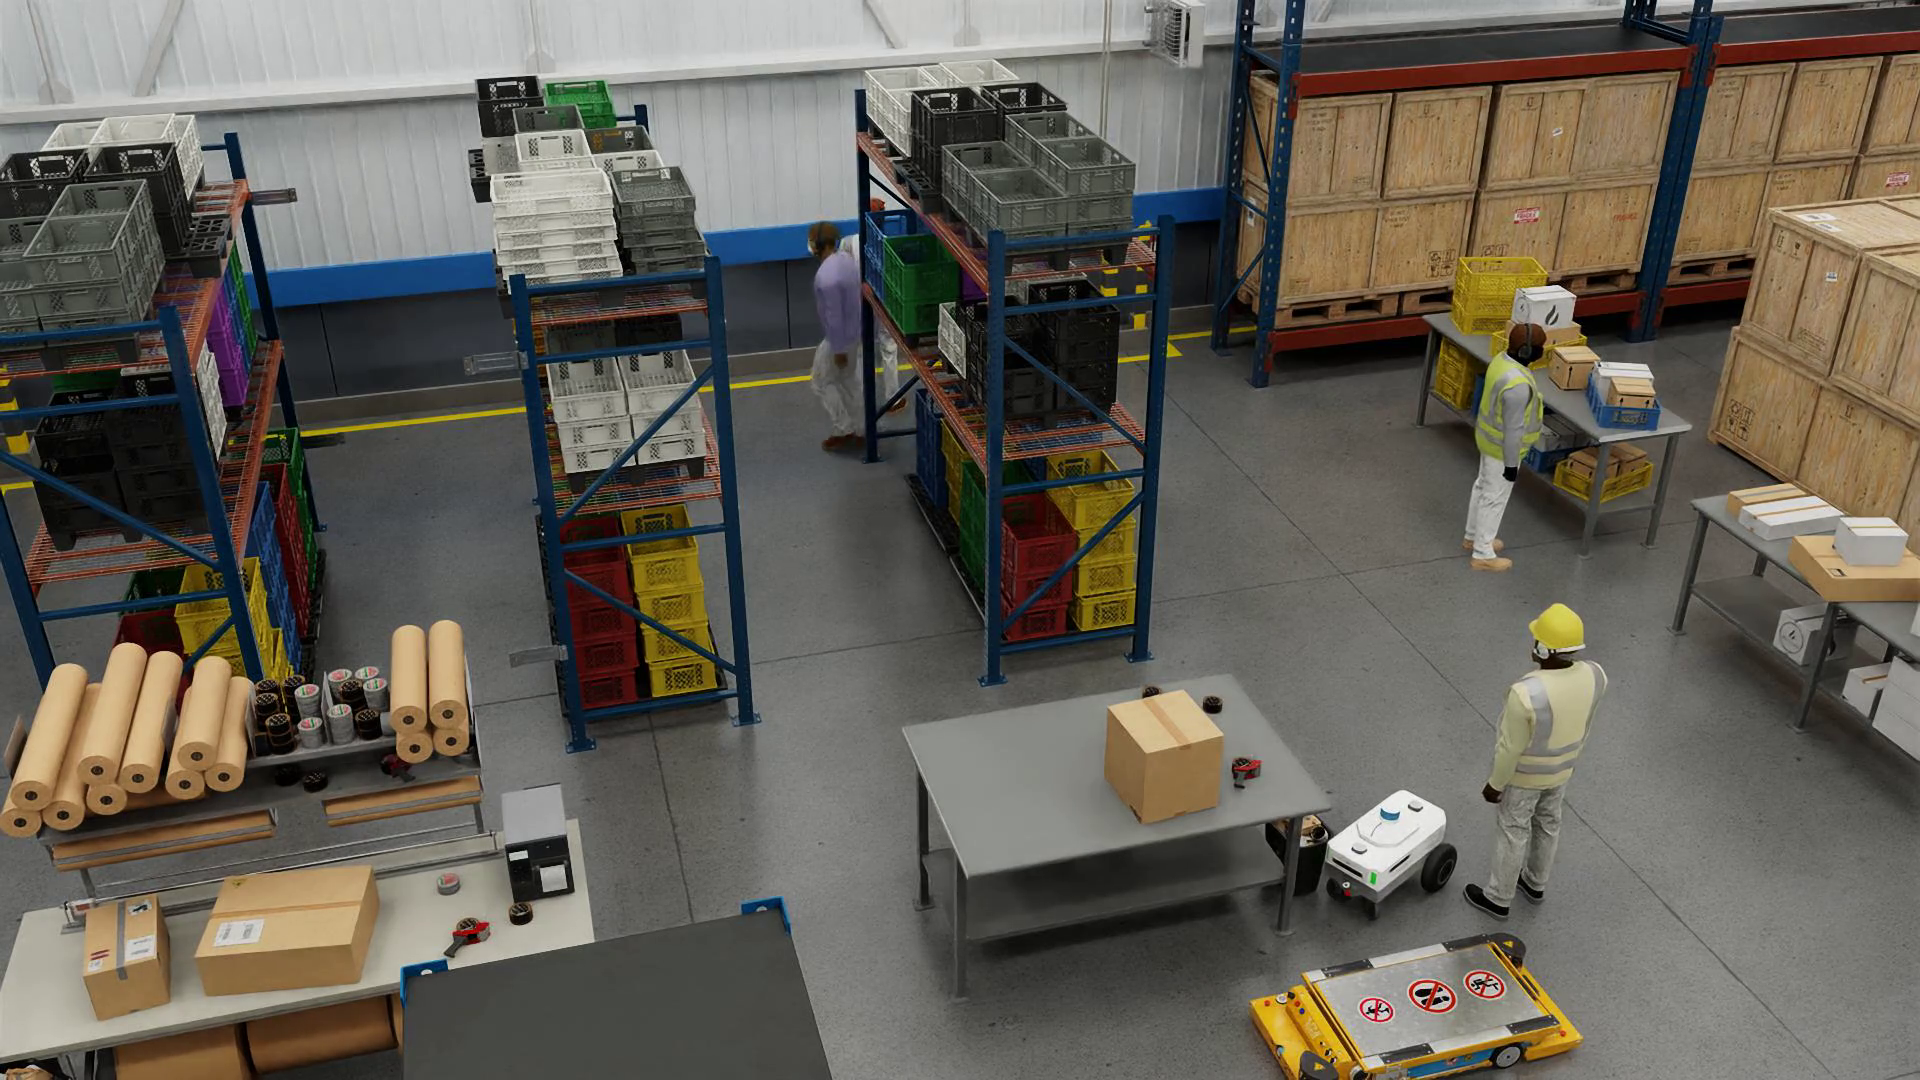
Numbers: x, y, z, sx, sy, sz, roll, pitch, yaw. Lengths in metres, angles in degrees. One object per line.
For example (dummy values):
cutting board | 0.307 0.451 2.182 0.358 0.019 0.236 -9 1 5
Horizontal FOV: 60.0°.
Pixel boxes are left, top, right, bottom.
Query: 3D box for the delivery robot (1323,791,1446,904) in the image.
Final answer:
delivery robot | 2.255 1.608 8.821 0.707 0.478 0.477 -24 37 -37

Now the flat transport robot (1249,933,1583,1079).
flat transport robot | 2.184 2.282 7.980 1.431 0.197 0.652 -8 30 -14

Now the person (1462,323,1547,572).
person | 3.848 -0.663 11.734 0.430 1.835 0.619 4 29 8

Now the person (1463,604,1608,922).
person | 2.916 1.132 8.463 0.586 1.833 0.404 -14 32 -24

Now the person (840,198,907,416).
person | -0.713 -1.956 14.027 0.573 1.885 0.356 7 30 13

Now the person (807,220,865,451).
person | -0.992 -1.625 13.405 0.485 1.909 0.671 5 29 9
